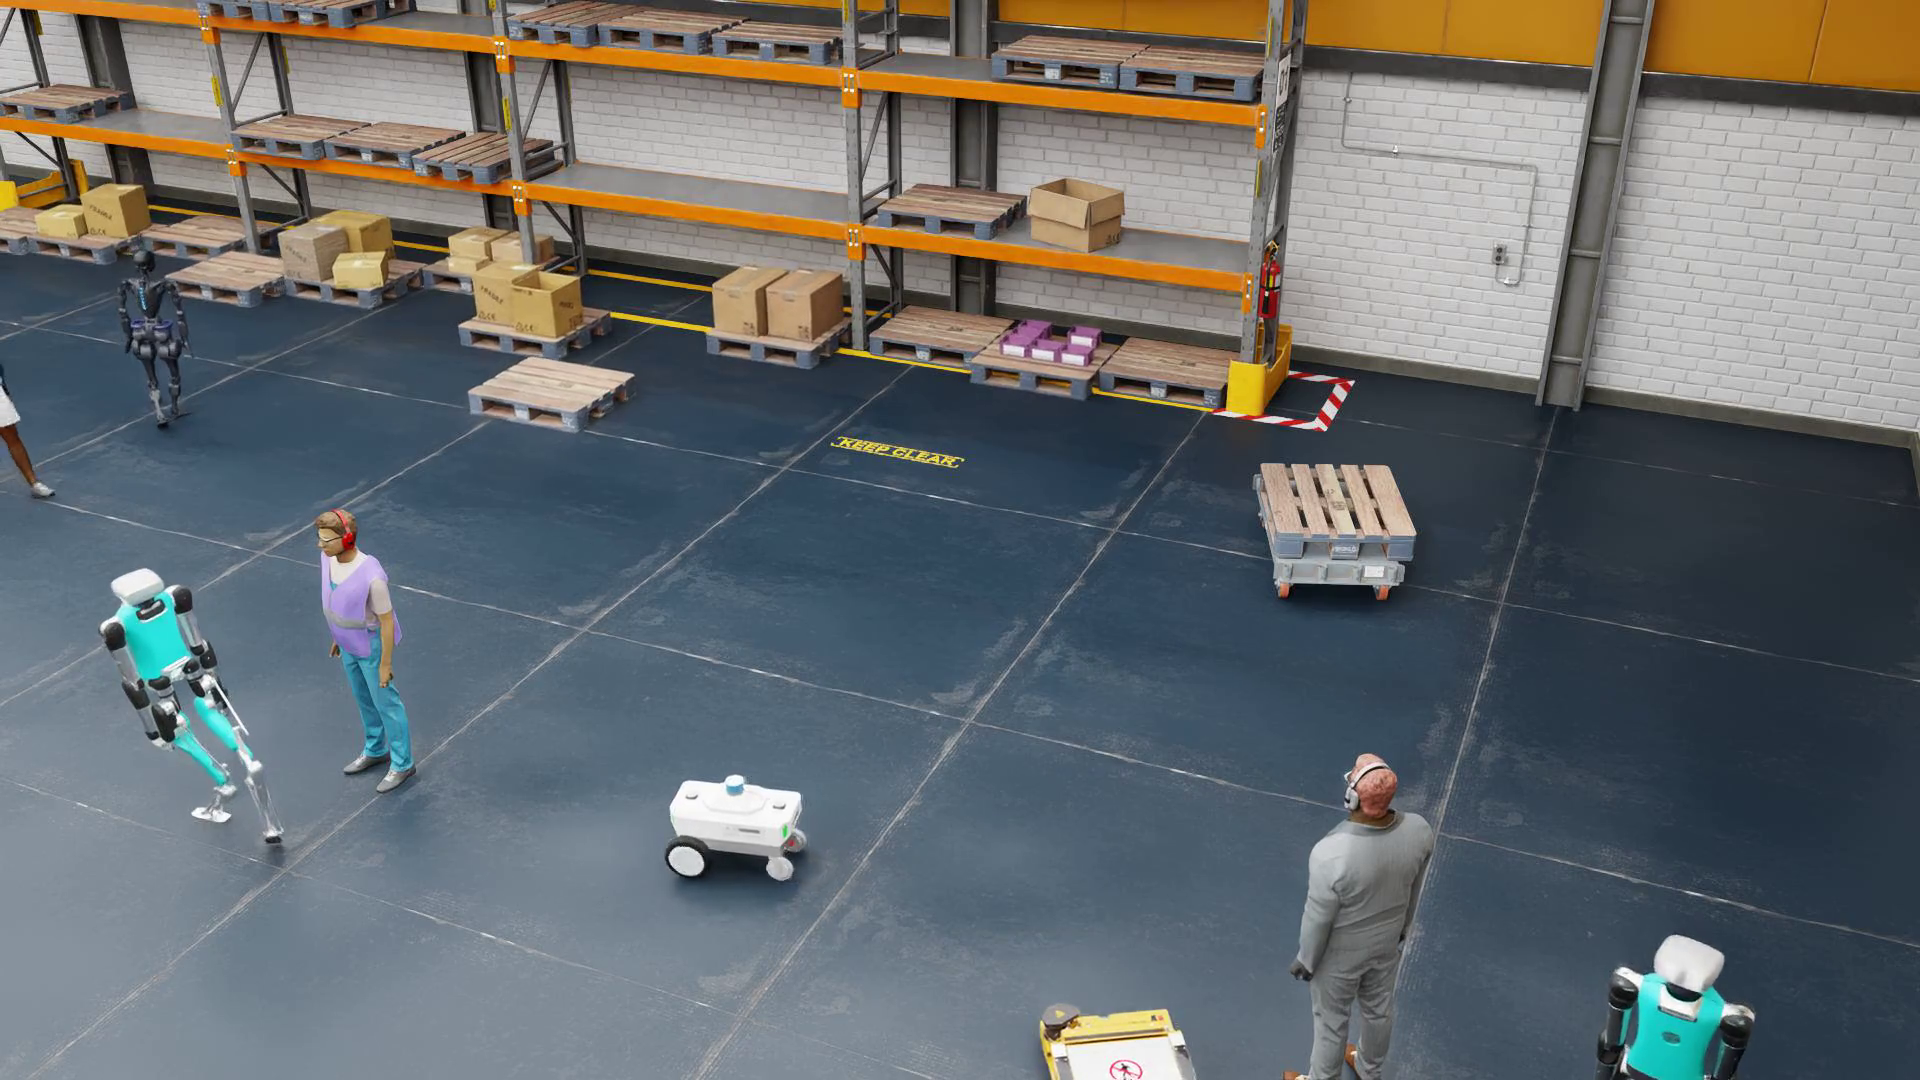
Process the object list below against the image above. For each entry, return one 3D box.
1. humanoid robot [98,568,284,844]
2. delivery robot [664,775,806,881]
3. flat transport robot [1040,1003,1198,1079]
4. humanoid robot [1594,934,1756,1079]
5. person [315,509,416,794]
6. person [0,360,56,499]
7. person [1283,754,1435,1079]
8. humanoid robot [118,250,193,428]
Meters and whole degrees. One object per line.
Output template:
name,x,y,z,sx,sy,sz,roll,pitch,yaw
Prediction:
humanoid robot,-4.203,1.046,9.356,1.024,1.761,0.564,16,31,29
delivery robot,-1.282,1.612,9.488,0.784,0.589,0.499,5,28,9
flat transport robot,0.810,2.701,7.695,0.659,0.231,1.431,-3,27,-6
humanoid robot,2.935,2.281,6.957,0.537,1.814,0.754,15,31,27
person,-3.560,0.643,9.964,0.562,1.847,0.390,20,33,34
person,-7.994,-1.216,13.527,1.029,1.879,0.593,16,31,28
person,1.795,1.810,7.637,0.639,1.910,0.405,-12,30,-21
humanoid robot,-7.231,-1.796,14.912,0.609,1.645,0.516,-2,27,-4
